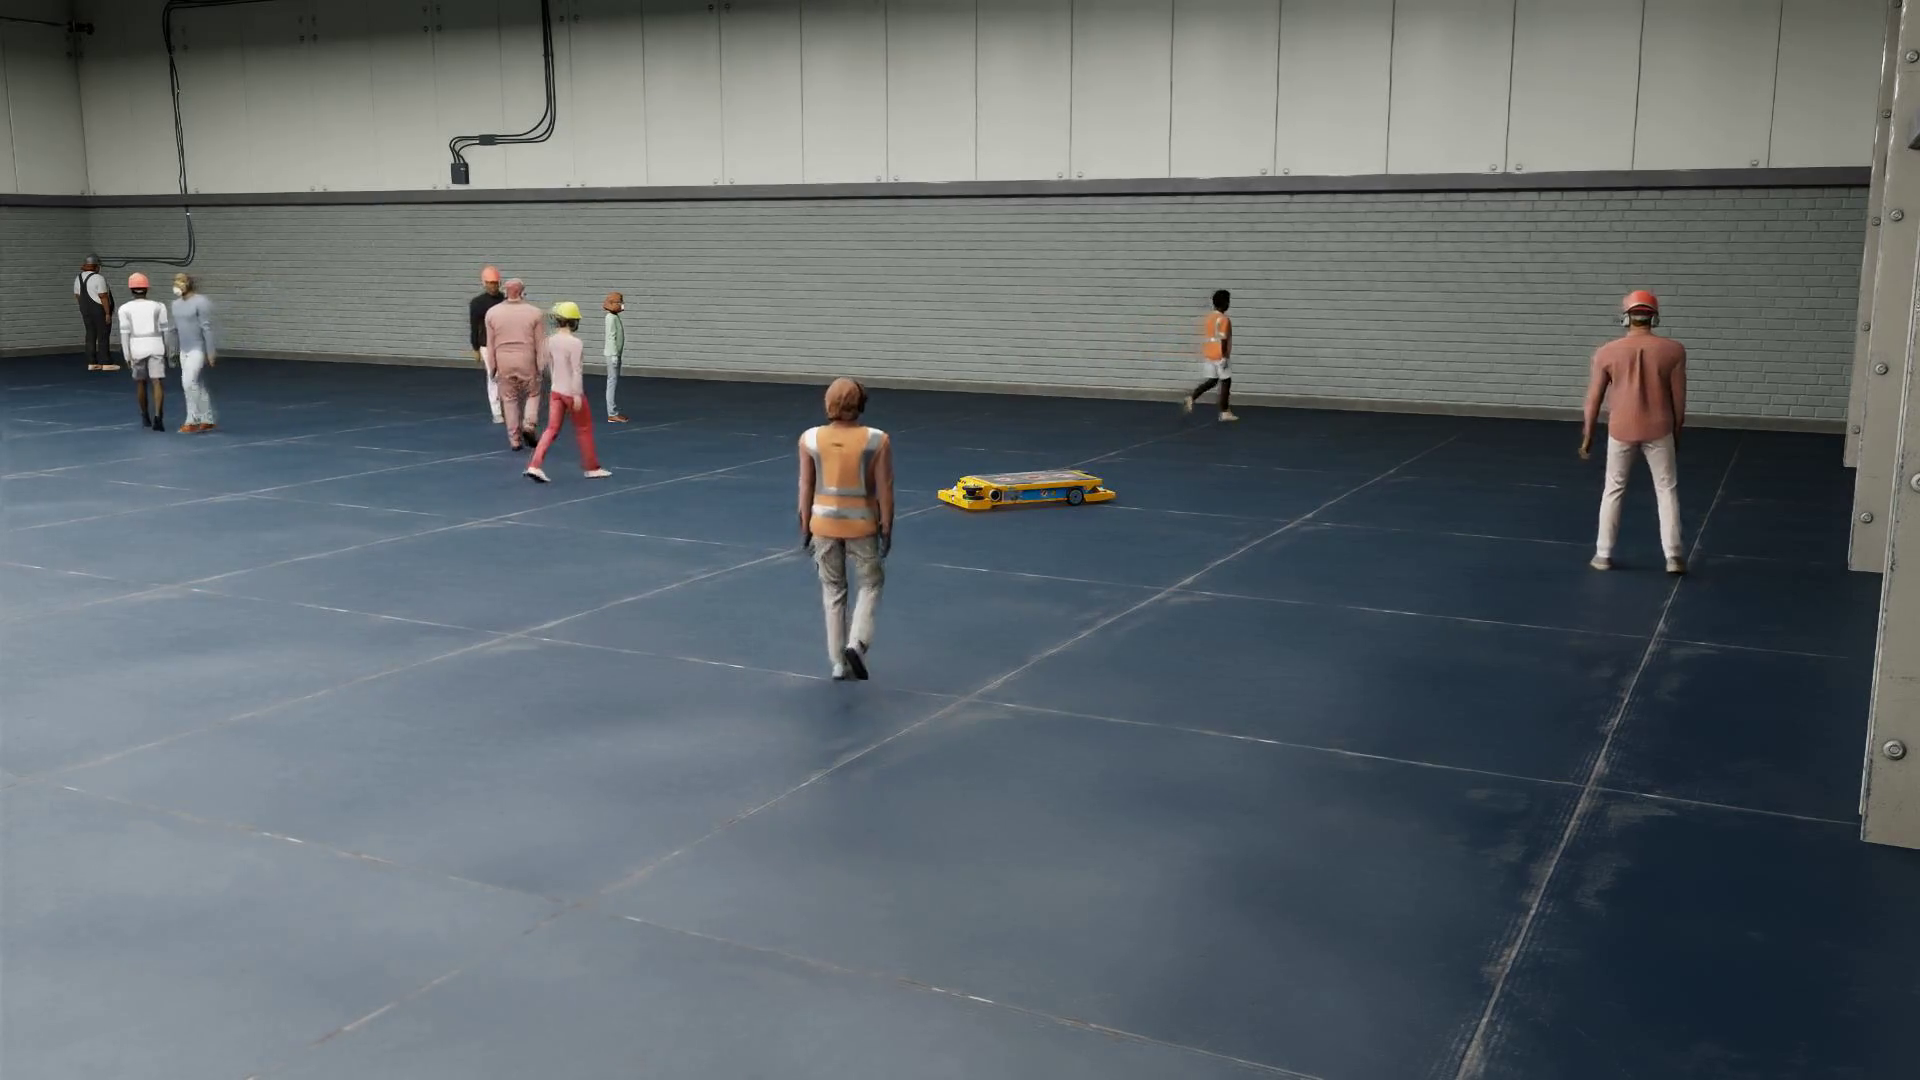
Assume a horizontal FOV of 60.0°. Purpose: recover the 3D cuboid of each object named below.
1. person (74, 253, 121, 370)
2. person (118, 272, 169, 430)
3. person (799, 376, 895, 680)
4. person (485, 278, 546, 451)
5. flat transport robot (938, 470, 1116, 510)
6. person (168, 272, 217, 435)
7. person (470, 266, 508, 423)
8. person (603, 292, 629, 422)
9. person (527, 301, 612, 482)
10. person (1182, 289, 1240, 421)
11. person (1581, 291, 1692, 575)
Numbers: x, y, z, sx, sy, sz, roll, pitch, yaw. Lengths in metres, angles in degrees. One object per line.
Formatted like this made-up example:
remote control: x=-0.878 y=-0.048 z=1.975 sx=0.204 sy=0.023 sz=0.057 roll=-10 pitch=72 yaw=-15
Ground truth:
person: x=-15.074 y=-3.990 z=29.101 sx=0.682 sy=2.000 sz=0.537 roll=4 pitch=11 yaw=22
person: x=-9.906 y=-2.296 z=20.239 sx=0.537 sy=1.907 sz=0.938 roll=-5 pitch=11 yaw=-24
person: x=-0.602 y=-0.037 z=8.689 sx=0.520 sy=1.627 sz=0.459 roll=2 pitch=11 yaw=9
person: x=-4.839 y=-1.910 z=18.175 sx=0.646 sy=1.893 sz=0.442 roll=-1 pitch=10 yaw=-6
flat transport robot: x=0.590 y=-0.453 z=14.645 sx=1.431 sy=0.197 sz=0.652 roll=-5 pitch=11 yaw=-23
person: x=-9.170 y=-2.198 z=19.675 sx=0.655 sy=1.911 sz=0.757 roll=6 pitch=12 yaw=31
person: x=-5.889 y=-2.480 z=21.056 sx=0.624 sy=1.970 sz=0.677 roll=-6 pitch=12 yaw=-31
person: x=-4.361 y=-2.311 z=21.056 sx=0.281 sy=1.634 sz=0.498 roll=-1 pitch=10 yaw=-6
person: x=-3.792 y=-1.413 z=15.908 sx=0.532 sy=1.728 sz=0.883 roll=9 pitch=14 yaw=40
person: x=3.199 y=-2.328 z=21.062 sx=0.671 sy=1.680 sz=0.539 roll=-3 pitch=11 yaw=-15
person: x=4.746 y=-0.731 z=11.545 sx=0.815 sy=1.965 sz=0.596 roll=5 pitch=11 yaw=24
